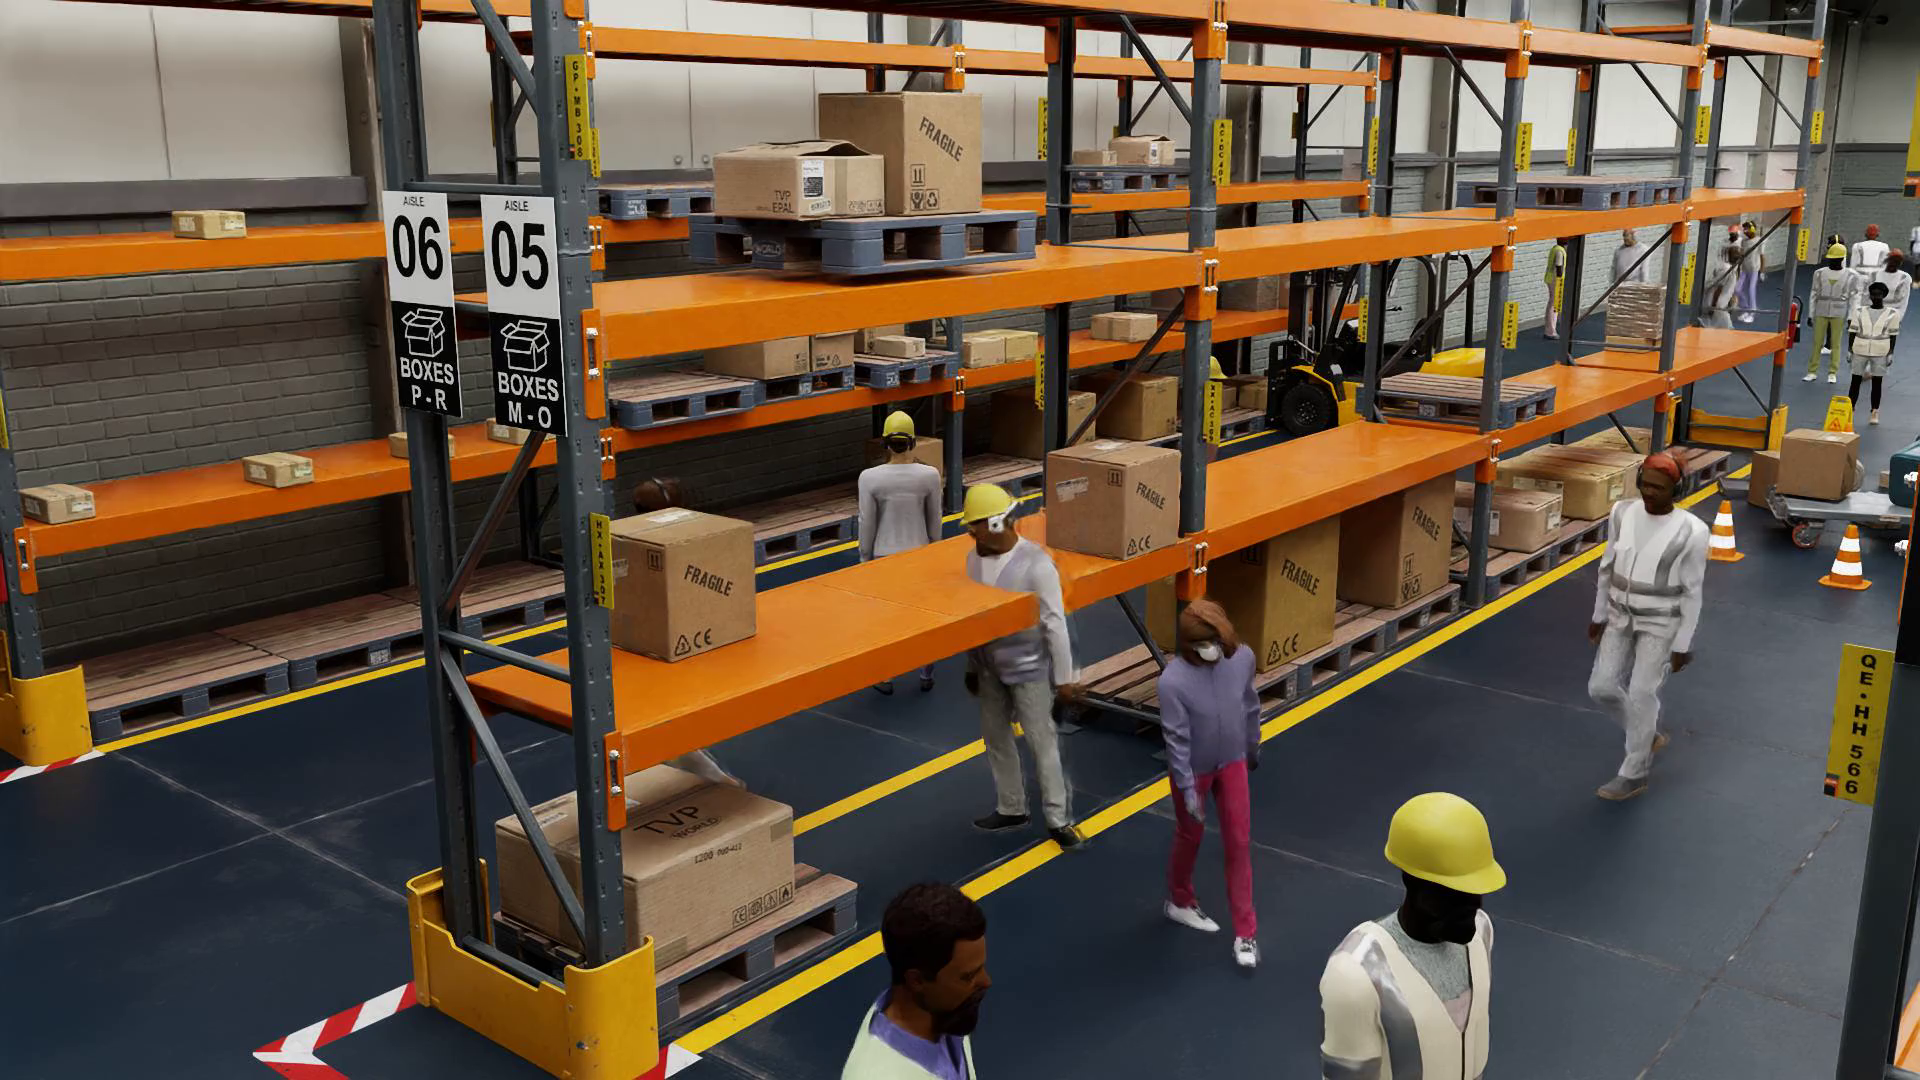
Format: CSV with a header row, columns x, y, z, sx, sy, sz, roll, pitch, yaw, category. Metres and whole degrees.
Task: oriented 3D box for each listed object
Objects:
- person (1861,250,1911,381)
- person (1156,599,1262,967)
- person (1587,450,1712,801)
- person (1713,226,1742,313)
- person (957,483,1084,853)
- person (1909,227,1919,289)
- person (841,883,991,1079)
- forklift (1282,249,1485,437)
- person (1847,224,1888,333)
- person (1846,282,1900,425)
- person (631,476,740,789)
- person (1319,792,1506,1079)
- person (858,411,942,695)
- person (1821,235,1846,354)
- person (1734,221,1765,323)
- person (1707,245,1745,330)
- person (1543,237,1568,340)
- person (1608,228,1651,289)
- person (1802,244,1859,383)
x,y,z,sx,sy,sz,roll,pitch,yaw,category
12.890,-3.132,23.244,0.598,1.829,0.911,10,17,35,person
1.069,0.996,6.956,0.560,1.580,0.716,-5,15,-18,person
3.555,0.442,8.625,0.453,1.867,0.599,-8,16,-30,person
14.815,-5.228,31.991,0.422,1.737,0.582,-13,19,-42,person
0.298,0.629,8.048,0.751,1.793,0.407,13,19,42,person
21.459,-6.424,37.035,0.895,1.642,0.541,-12,18,-40,person
-0.104,1.640,3.675,0.425,1.907,0.601,2,14,7,person
4.886,-2.214,18.767,2.313,2.155,1.214,11,18,38,forklift
15.614,-4.483,28.646,0.583,1.882,0.344,3,14,14,person
10.860,-2.225,19.838,0.538,1.696,0.317,9,16,33,person
-1.407,0.571,8.198,0.452,1.819,0.668,-1,14,-6,person
1.107,1.522,4.105,0.588,1.928,0.383,-11,18,-39,person
-0.374,0.082,10.302,0.529,1.767,0.329,-3,14,-12,person
13.694,-3.852,26.132,0.334,1.860,0.509,8,16,30,person
14.458,-4.904,30.443,0.413,1.842,0.657,-7,15,-25,person
11.246,-3.436,24.540,0.752,1.798,0.526,6,15,21,person
10.001,-4.280,27.903,0.390,1.843,0.563,2,14,10,person
11.091,-4.238,27.622,0.445,1.901,0.701,-10,17,-35,person
12.099,-3.142,23.101,0.590,1.923,0.383,11,18,38,person
